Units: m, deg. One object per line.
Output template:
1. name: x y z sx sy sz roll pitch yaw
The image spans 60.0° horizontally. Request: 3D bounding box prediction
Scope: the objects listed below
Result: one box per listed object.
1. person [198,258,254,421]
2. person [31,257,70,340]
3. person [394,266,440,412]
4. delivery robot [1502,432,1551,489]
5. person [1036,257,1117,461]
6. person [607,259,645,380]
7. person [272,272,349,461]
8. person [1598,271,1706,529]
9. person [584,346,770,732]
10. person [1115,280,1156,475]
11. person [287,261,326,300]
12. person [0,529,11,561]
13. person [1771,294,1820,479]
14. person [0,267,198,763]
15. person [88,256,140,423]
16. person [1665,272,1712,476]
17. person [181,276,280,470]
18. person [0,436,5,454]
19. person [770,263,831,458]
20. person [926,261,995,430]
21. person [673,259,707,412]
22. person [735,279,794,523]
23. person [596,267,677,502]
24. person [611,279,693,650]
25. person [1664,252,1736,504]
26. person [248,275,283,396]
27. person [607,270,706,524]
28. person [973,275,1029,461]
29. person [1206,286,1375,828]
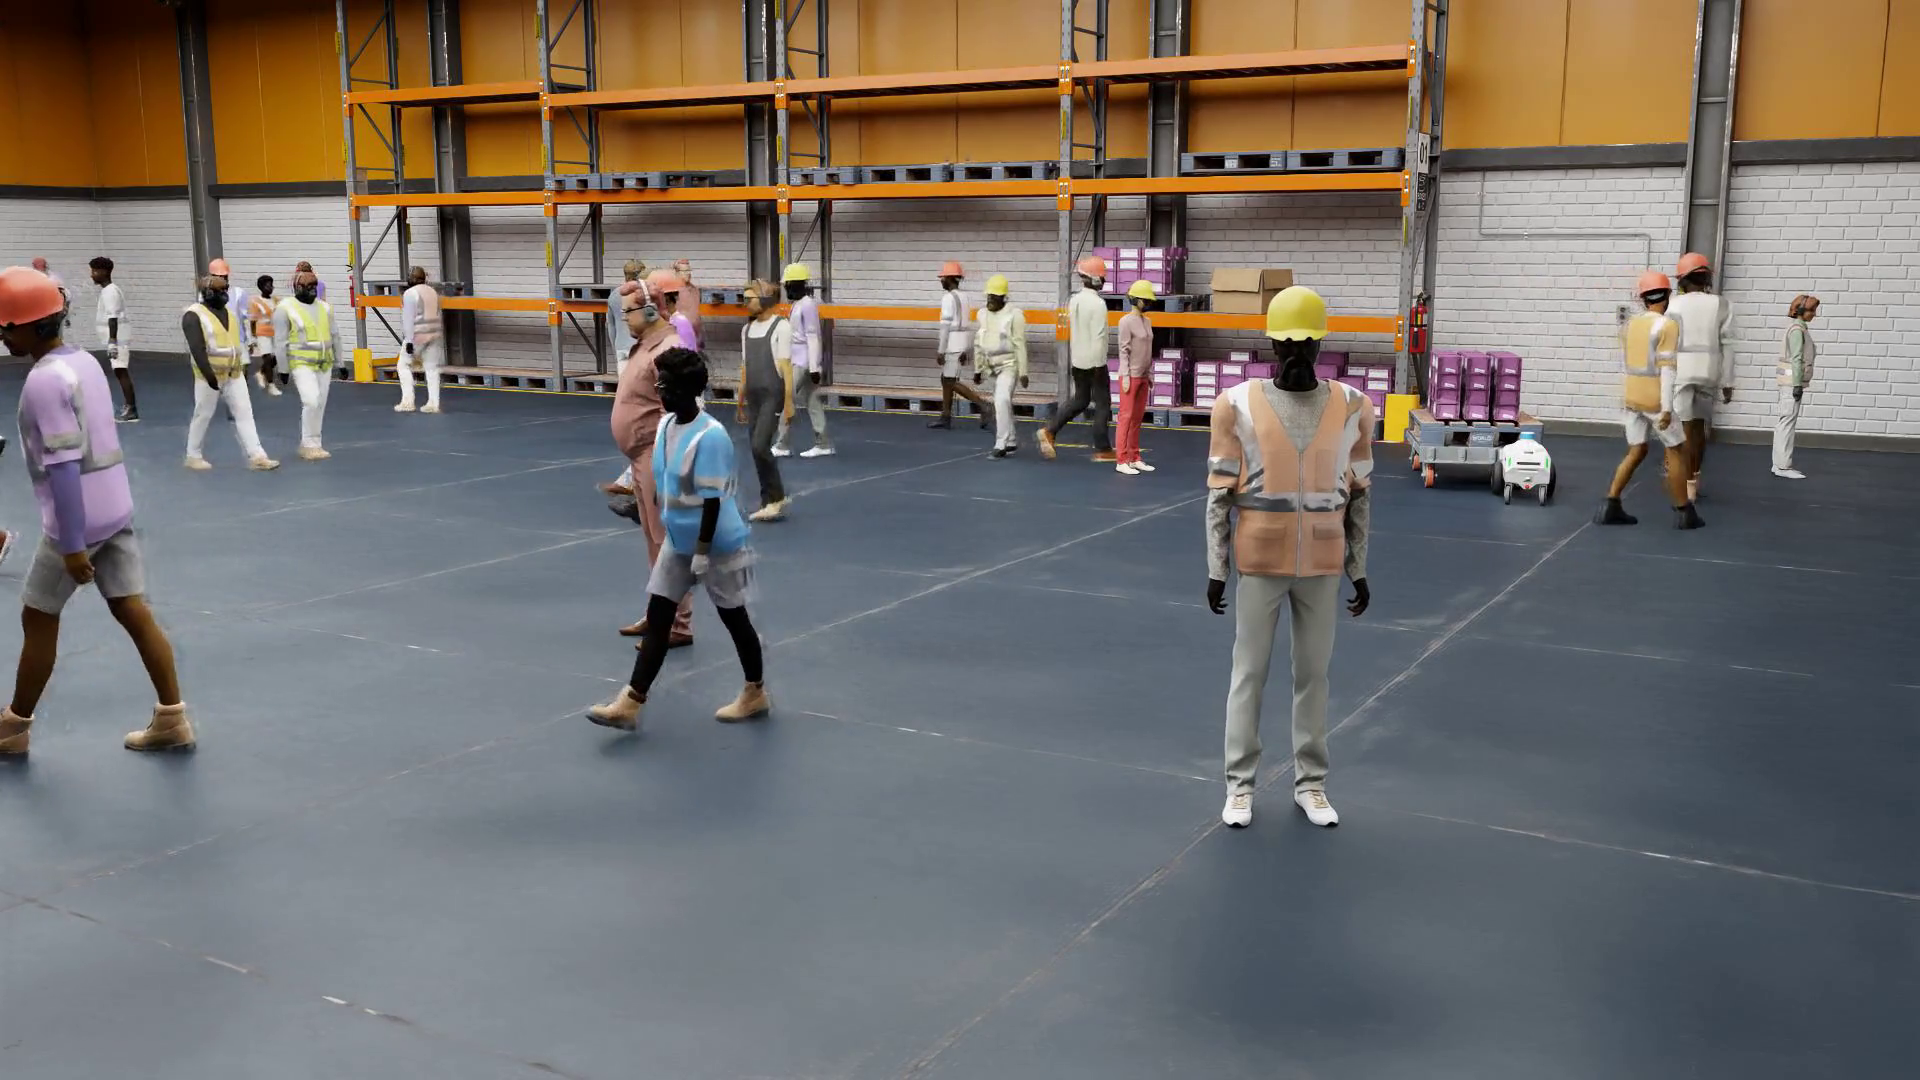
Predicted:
1. person: -8.687 -2.365 19.714 0.583 1.923 0.396 -6 12 -29
2. person: -14.517 -3.528 26.384 0.679 1.888 0.537 -6 12 -30
3. person: -6.805 -2.492 20.729 0.703 1.818 0.652 4 11 20
4. delivery robot: 4.608 -0.636 13.538 0.477 0.478 0.707 3 10 15
5. person: 1.171 -1.712 15.882 0.813 1.973 0.615 -5 11 -25
6. person: -3.387 -1.942 17.289 0.629 1.937 0.378 8 13 37
7. person: -6.248 -1.674 16.103 0.588 1.823 0.637 6 11 29
8. person: 5.112 -1.019 12.267 0.743 1.893 0.597 -3 10 -16
9. person: -1.167 0.016 6.979 0.880 1.645 0.546 -9 13 -41
10. person: 1.621 -1.485 15.193 0.320 1.766 0.523 7 12 33
11. person: -9.757 -3.244 24.911 0.564 1.846 0.394 -8 13 -39
12. person: -6.439 -0.659 10.294 0.817 1.850 0.535 -6 11 -29
13. person: 7.482 -1.374 14.915 0.310 1.639 0.514 4 11 22
14. person: -3.587 -0.076 6.603 0.989 1.980 0.694 -1 10 -4
15. person: -9.991 -2.359 19.628 0.396 1.953 0.619 -5 11 -28
16. person: 6.517 -1.455 14.747 0.552 1.857 0.494 -8 13 -40
17. person: -6.835 -1.528 15.350 0.918 1.794 0.617 5 11 24
18. person: -9.400 -1.514 15.729 0.419 1.621 0.536 2 10 9
19. person: -1.649 -1.737 16.235 0.839 1.893 0.594 -2 10 -9
20. person: 0.001 -2.160 18.603 0.786 1.913 0.553 3 10 17
21. person: -3.398 -2.501 20.535 0.409 1.907 0.651 7 12 34
22. person: -1.481 -1.028 12.415 0.534 1.827 0.422 9 14 42
23. person: -2.480 -1.216 13.282 0.962 1.891 0.647 -3 10 -14
24. person: -1.588 -0.387 8.585 0.405 1.902 0.636 -4 11 -21
25. person: 5.936 -1.325 13.582 0.604 2.007 0.840 1 10 5
26. person: -9.703 -2.860 23.205 0.643 1.676 0.539 6 12 31
27. person: -2.168 -1.057 12.431 0.983 1.879 0.589 -2 10 -12
28. person: 0.412 -1.680 16.236 0.638 1.787 0.628 -9 14 -42
29. person: 1.171 0.071 5.910 0.594 1.926 0.368 0 10 -1
